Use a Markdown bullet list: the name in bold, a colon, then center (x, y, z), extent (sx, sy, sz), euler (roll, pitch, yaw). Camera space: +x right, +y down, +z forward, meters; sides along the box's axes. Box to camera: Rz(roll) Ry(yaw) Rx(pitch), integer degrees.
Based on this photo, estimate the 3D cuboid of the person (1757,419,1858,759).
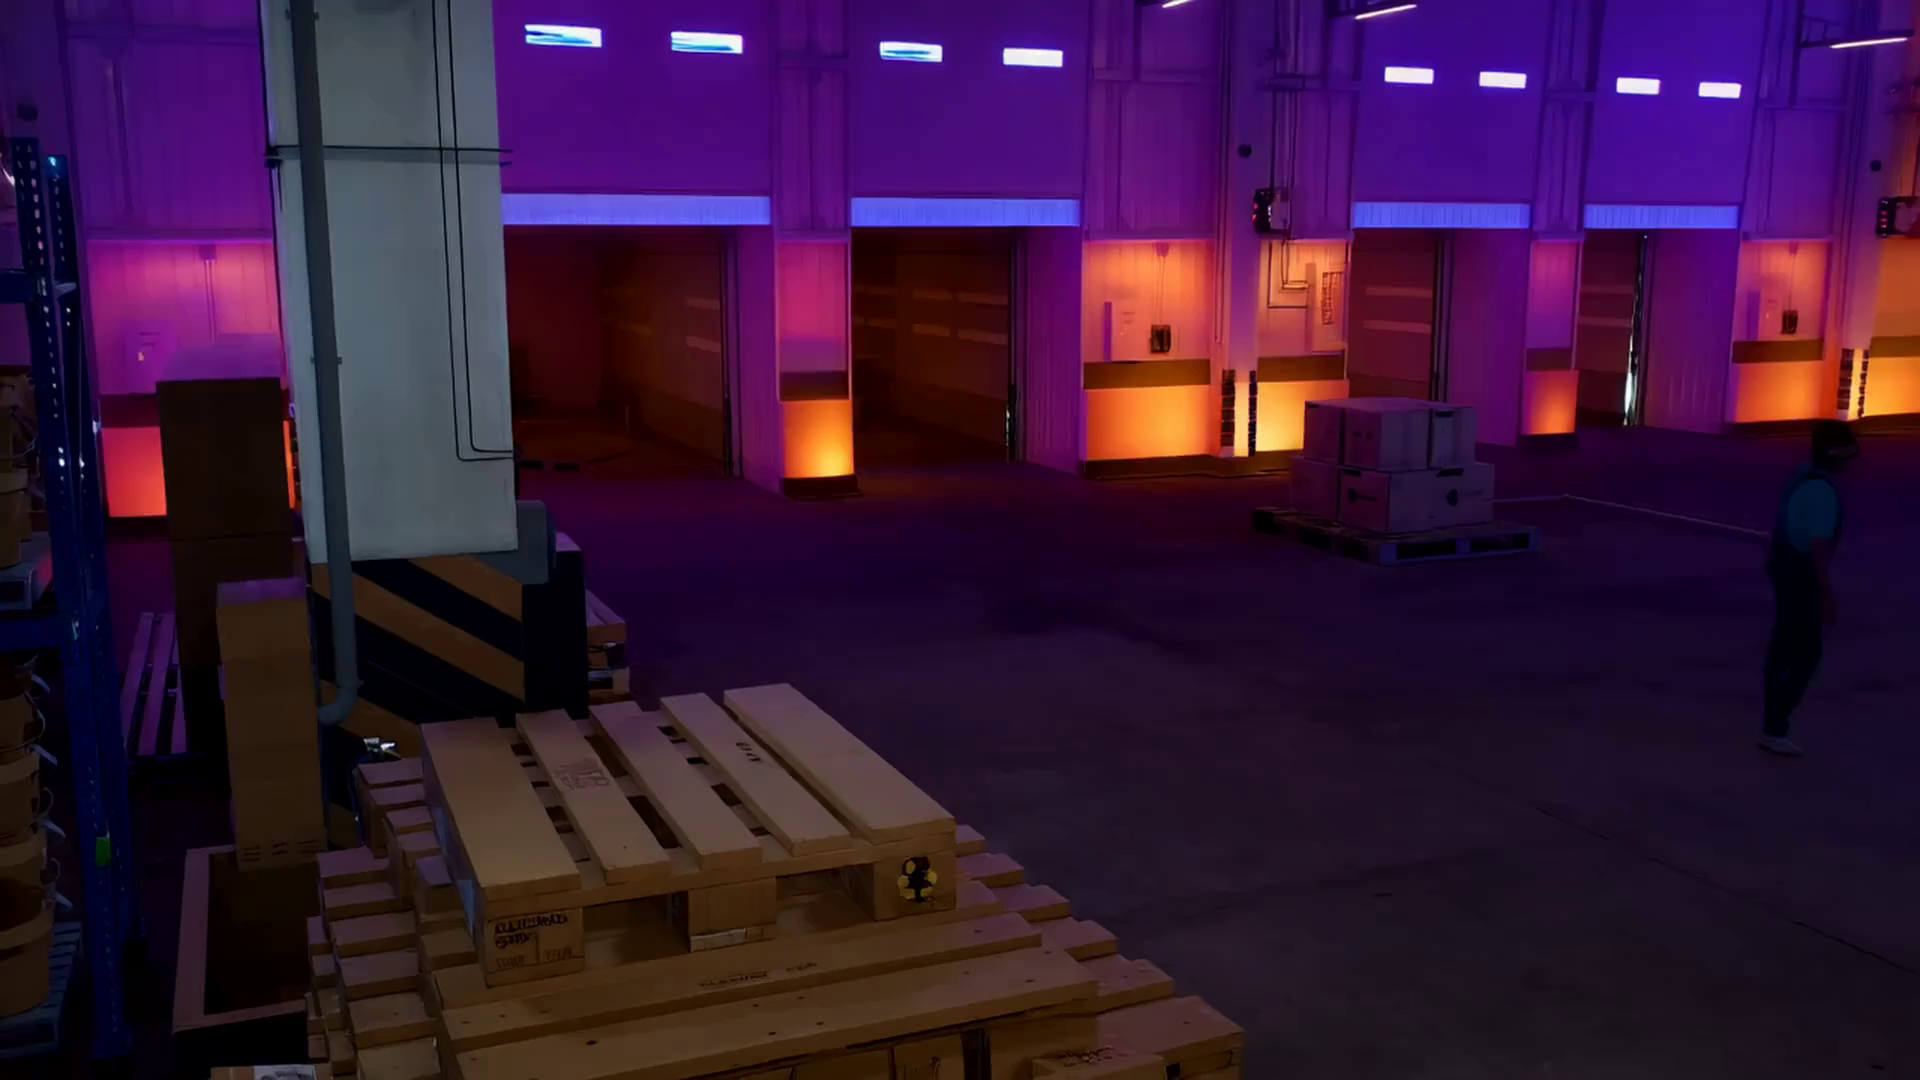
- **person**: center (4.483, 0.238, 8.864), extent (0.344, 1.807, 0.657), euler (2, 11, 12)
